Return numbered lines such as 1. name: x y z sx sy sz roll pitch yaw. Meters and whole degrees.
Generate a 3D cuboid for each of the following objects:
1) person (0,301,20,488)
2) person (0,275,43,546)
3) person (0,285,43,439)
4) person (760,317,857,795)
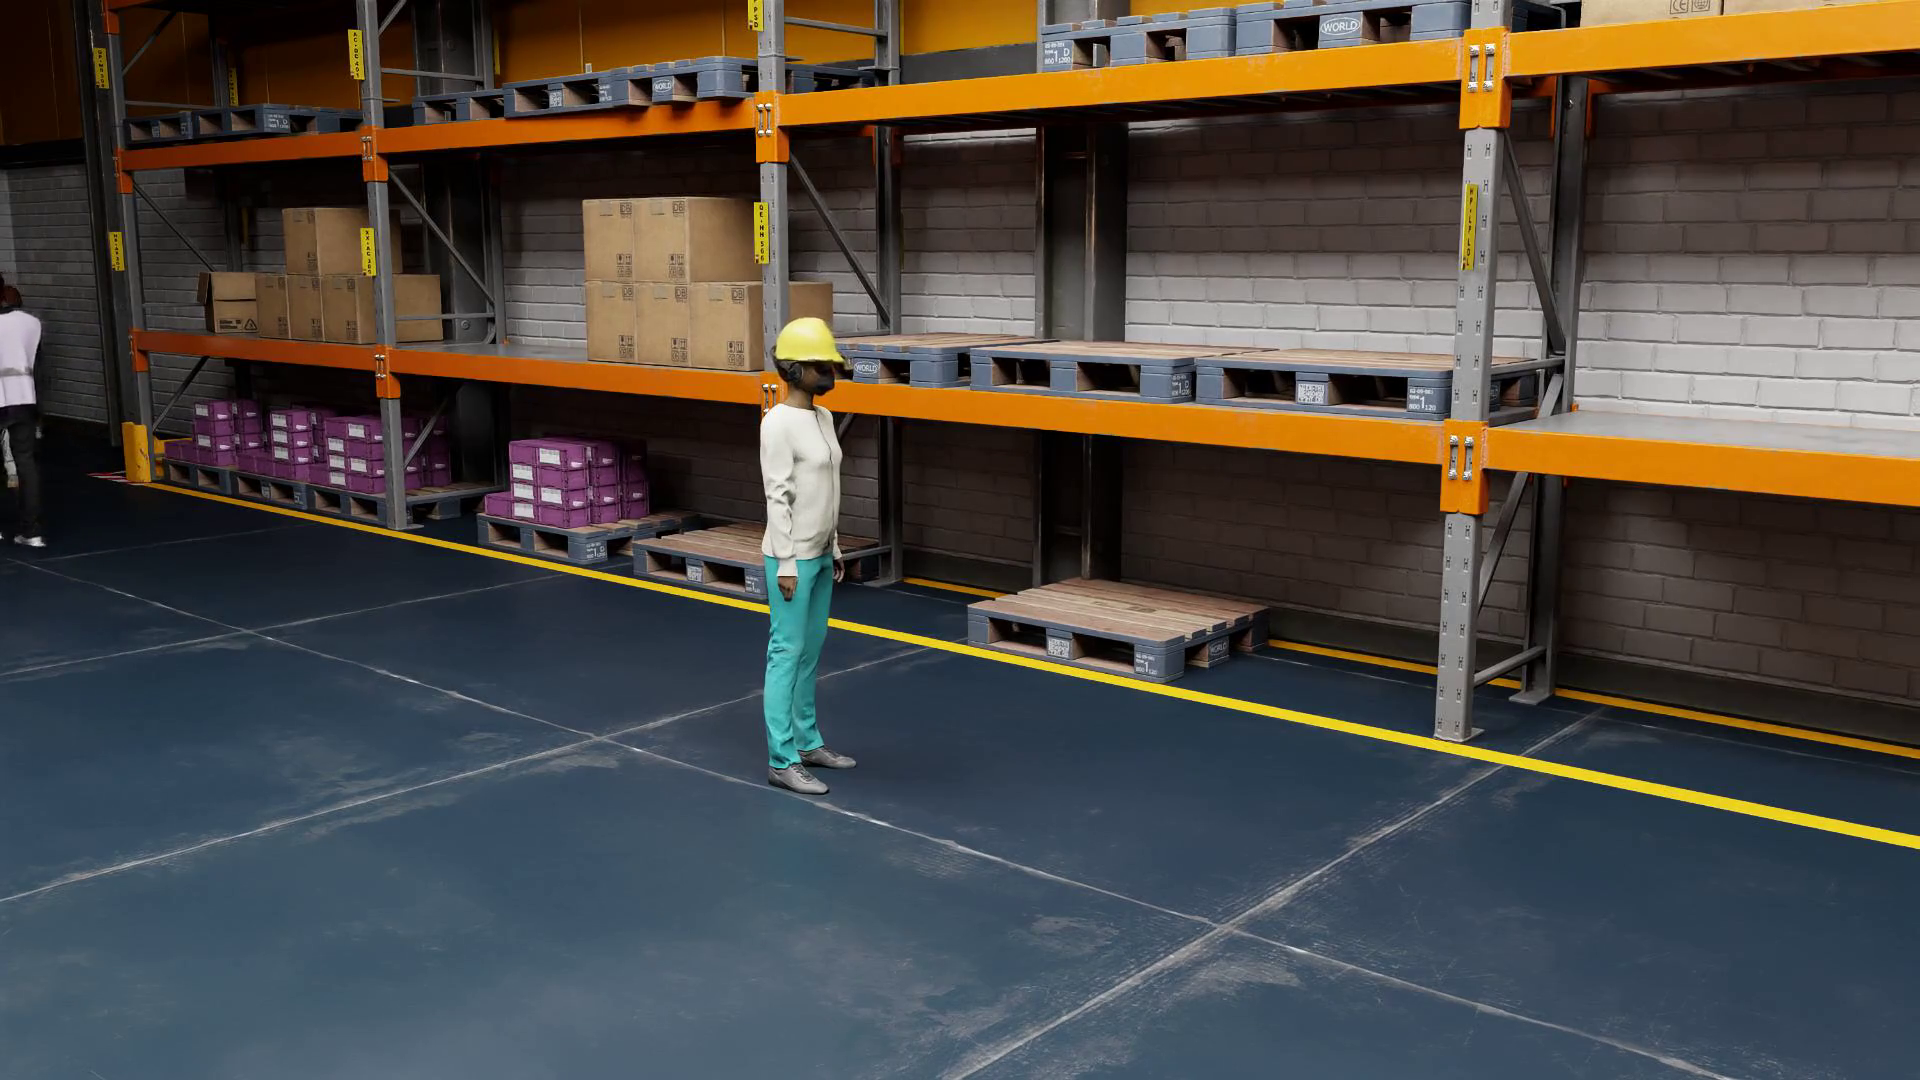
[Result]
1. person: -8.210 -1.345 14.009 0.625 1.844 0.429 -3 10 -16
2. person: -6.558 -0.904 11.364 0.727 1.893 0.602 7 12 35
3. person: -9.948 -1.861 17.528 0.500 1.636 0.280 -9 13 -41
4. person: -0.575 0.054 6.254 0.307 1.770 0.525 3 10 16
